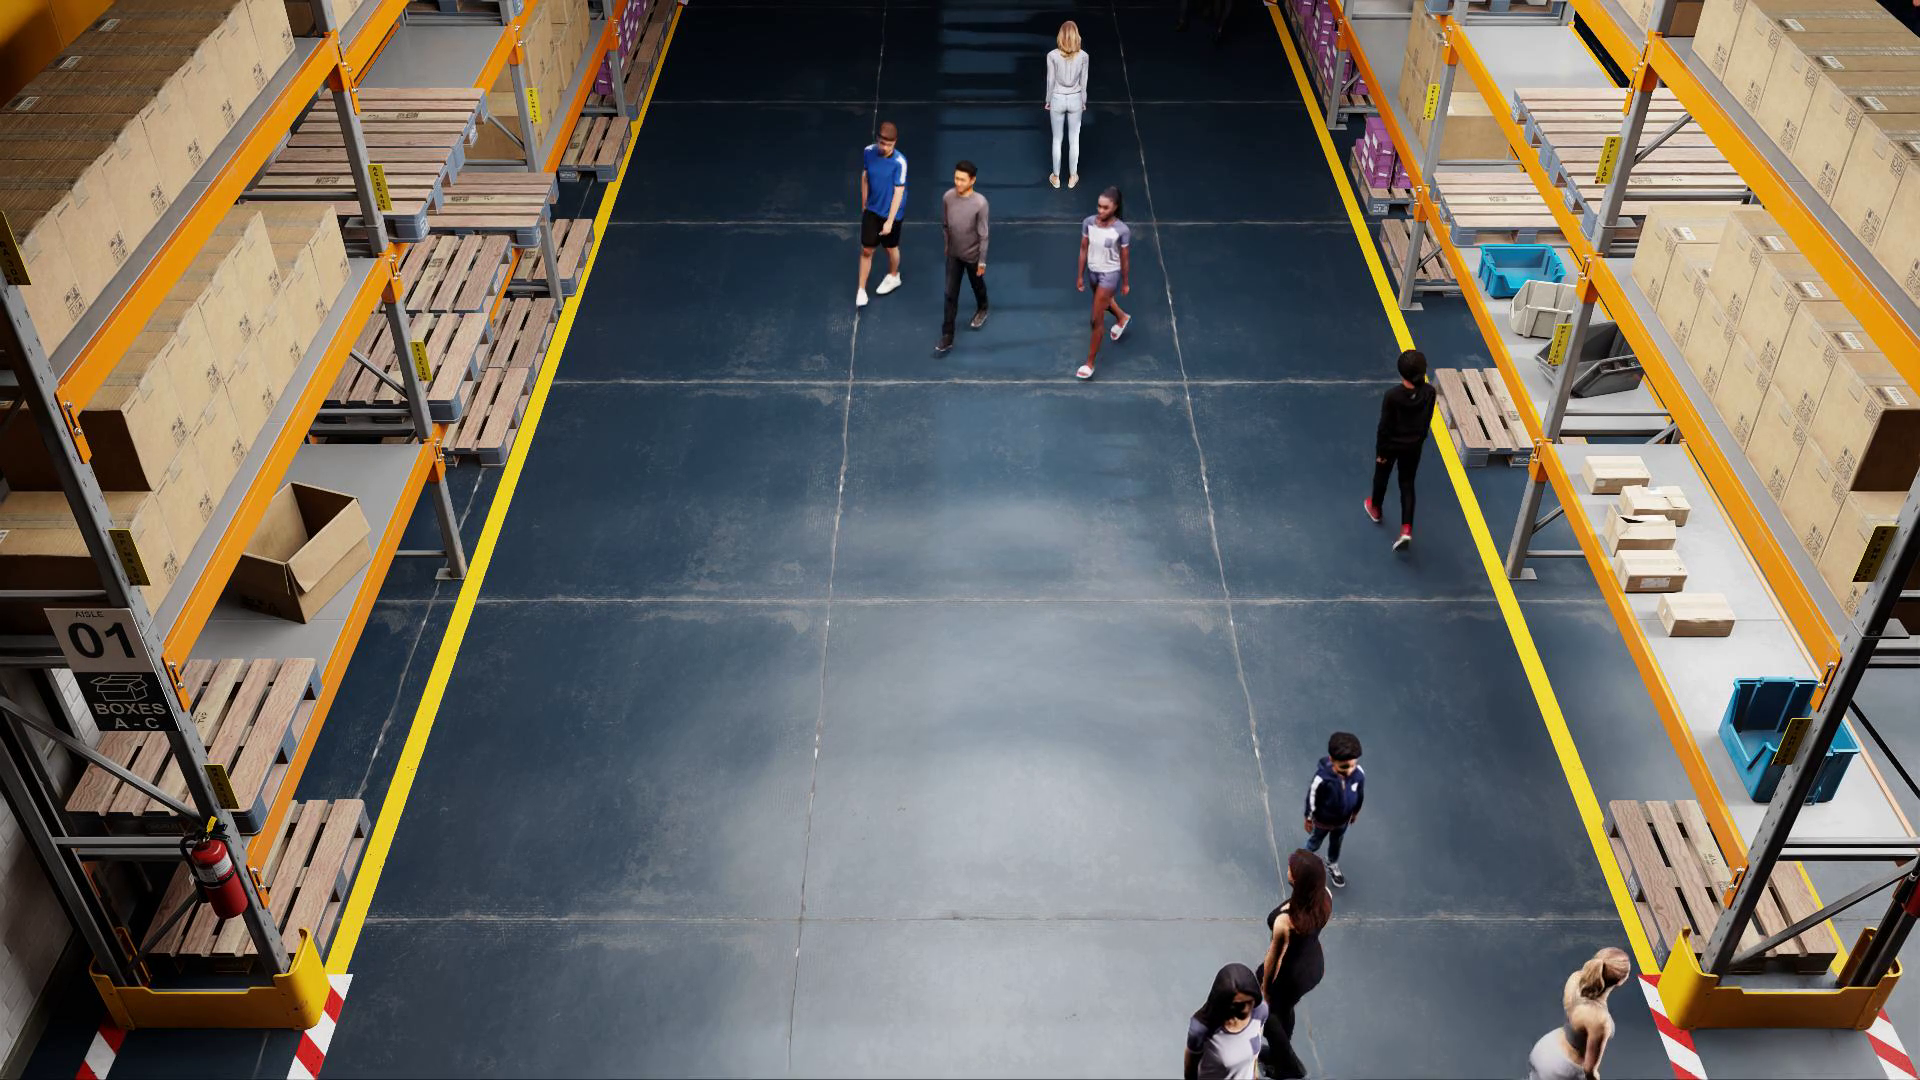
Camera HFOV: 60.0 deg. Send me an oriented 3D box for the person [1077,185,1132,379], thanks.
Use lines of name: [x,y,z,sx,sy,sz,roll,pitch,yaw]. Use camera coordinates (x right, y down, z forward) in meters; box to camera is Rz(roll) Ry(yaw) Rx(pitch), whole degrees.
person: [1.314,-2.351,14.712,1.075,1.686,1.253,25,45,28]

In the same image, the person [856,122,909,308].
person: [-0.653,-3.101,15.548,0.934,1.815,1.116,18,42,21]

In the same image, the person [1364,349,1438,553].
person: [3.380,-0.671,12.640,0.621,1.647,1.040,-2,39,-3]

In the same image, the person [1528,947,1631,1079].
person: [2.961,2.687,8.423,0.685,1.663,0.855,0,39,1]

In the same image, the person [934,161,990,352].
person: [0.109,-2.605,15.001,1.221,1.723,1.016,2,39,3]

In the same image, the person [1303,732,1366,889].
person: [2.263,1.631,10.099,0.559,1.221,0.538,-6,39,-7]

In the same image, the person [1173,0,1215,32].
person: [3.007,-7.304,20.857,1.020,1.758,1.149,24,45,27]

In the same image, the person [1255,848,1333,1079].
person: [1.814,2.340,8.848,0.773,1.674,0.832,-30,47,-32]

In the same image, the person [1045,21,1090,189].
person: [1.108,-4.552,17.381,0.584,1.796,0.488,-1,39,-1]

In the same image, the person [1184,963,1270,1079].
person: [1.321,2.704,8.367,0.670,1.706,0.660,-16,41,-19]
